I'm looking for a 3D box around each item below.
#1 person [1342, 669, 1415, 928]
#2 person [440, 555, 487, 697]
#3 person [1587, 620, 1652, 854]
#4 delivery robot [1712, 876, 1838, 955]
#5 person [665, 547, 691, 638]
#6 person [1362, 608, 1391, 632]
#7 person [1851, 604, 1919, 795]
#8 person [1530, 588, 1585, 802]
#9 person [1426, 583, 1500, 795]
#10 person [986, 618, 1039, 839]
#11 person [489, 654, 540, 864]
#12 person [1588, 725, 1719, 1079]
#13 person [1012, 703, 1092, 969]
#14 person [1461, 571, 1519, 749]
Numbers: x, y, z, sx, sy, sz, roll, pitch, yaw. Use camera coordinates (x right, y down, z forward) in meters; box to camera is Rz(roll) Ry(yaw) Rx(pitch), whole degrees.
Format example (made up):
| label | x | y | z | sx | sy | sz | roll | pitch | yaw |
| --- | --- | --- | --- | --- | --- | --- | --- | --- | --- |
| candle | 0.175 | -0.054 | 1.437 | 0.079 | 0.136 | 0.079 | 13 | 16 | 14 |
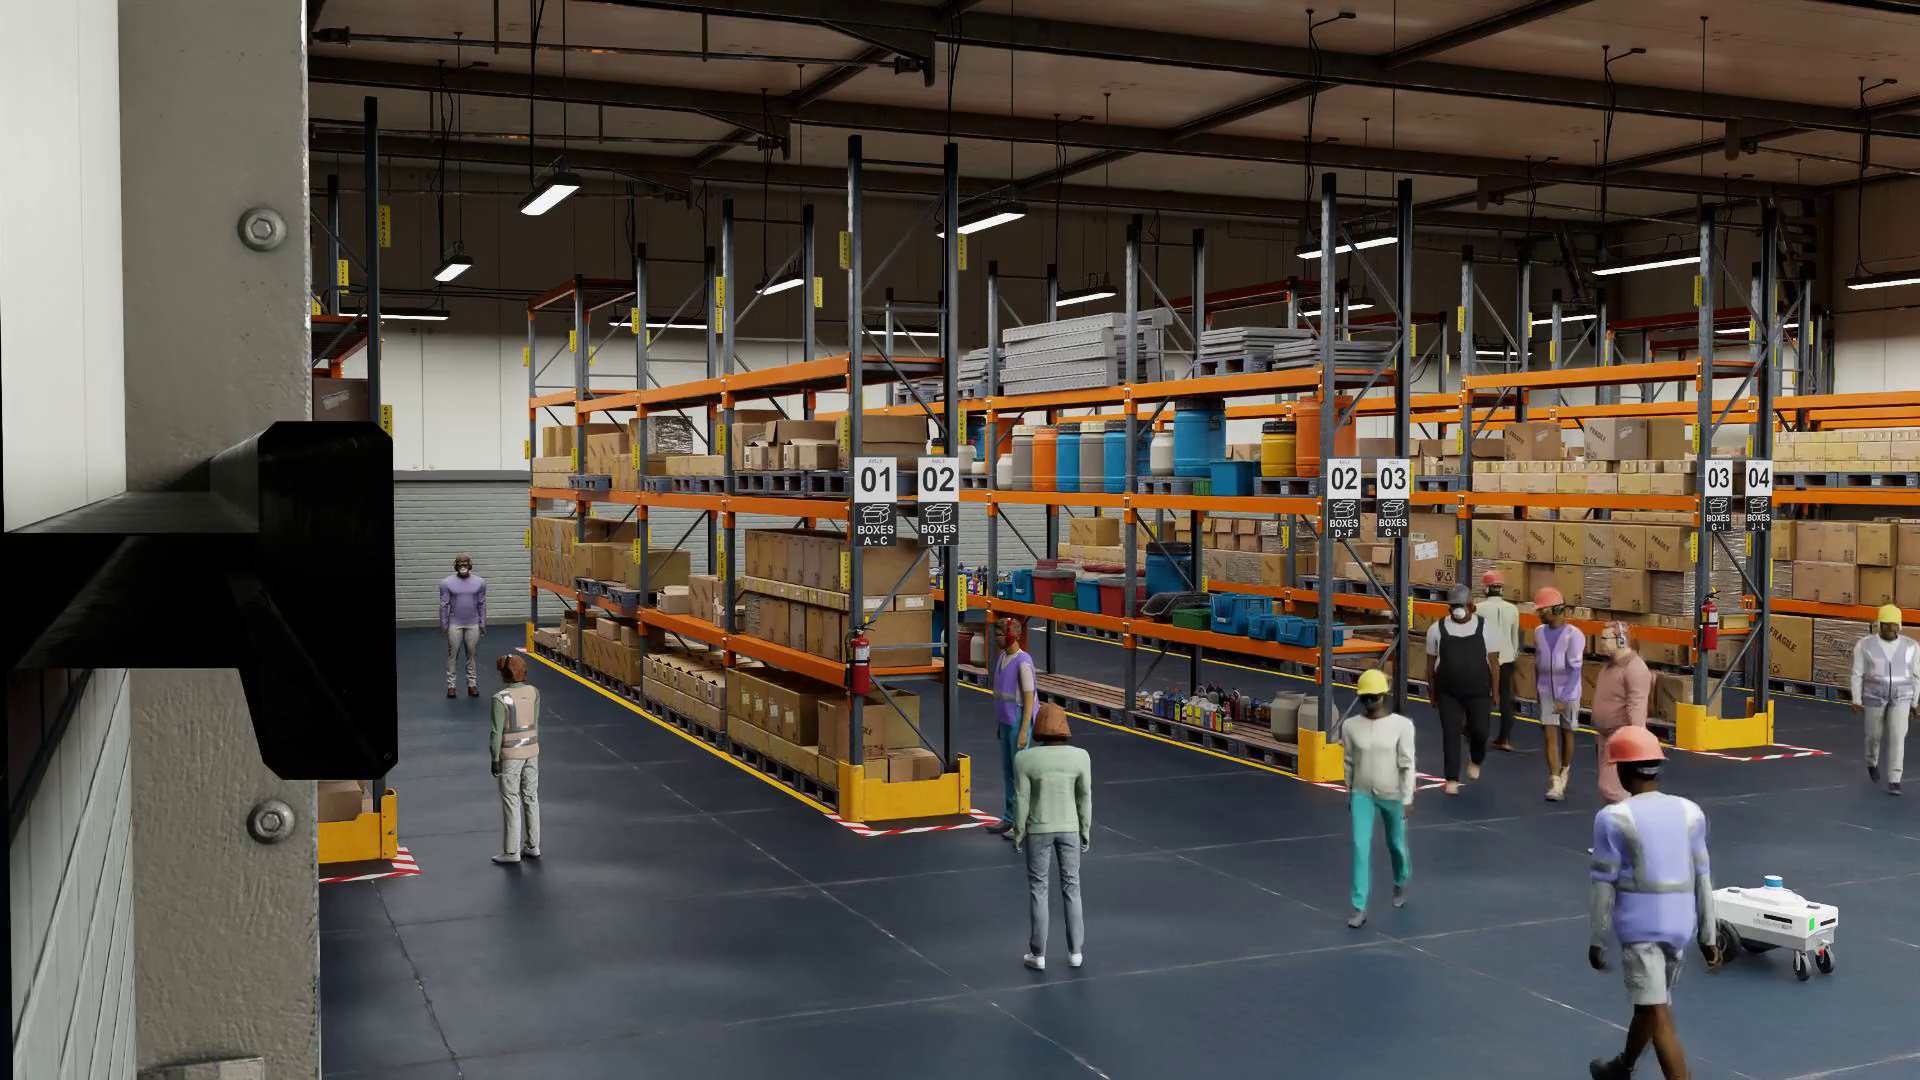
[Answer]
| label | x | y | z | sx | sy | sz | roll | pitch | yaw |
| --- | --- | --- | --- | --- | --- | --- | --- | --- | --- |
| person | 2.904 | 1.735 | 12.378 | 0.519 | 1.724 | 0.890 | 1 | 2 | 24 |
| person | -6.785 | 1.164 | 24.485 | 0.630 | 1.938 | 0.366 | -1 | 2 | -24 |
| person | 5.206 | 1.581 | 14.220 | 0.433 | 1.888 | 0.665 | 0 | 2 | -1 |
| delivery robot | 5.051 | 2.333 | 11.127 | 0.477 | 0.478 | 0.707 | -2 | 3 | -37 |
| person | -4.715 | 1.020 | 29.737 | 0.611 | 1.821 | 0.490 | -2 | 3 | -36 |
| person | 6.658 | 1.075 | 28.746 | 0.628 | 1.802 | 0.947 | -1 | 2 | -18 |
| person | 8.961 | 1.506 | 17.349 | 0.599 | 1.806 | 0.840 | 1 | 2 | 22 |
| person | 5.665 | 1.440 | 16.933 | 0.568 | 1.973 | 0.972 | 2 | 3 | 41 |
| person | 4.850 | 1.411 | 17.282 | 0.700 | 2.000 | 0.749 | 1 | 2 | 15 |
| person | 0.471 | 1.572 | 15.099 | 0.392 | 1.842 | 0.564 | -1 | 2 | -20 |
| person | -3.501 | 1.715 | 14.119 | 0.315 | 1.629 | 0.508 | 1 | 3 | 30 |
| person | 3.240 | 1.817 | 8.432 | 0.552 | 1.869 | 1.035 | -1 | 2 | -13 |
| person | 0.568 | 1.827 | 11.123 | 0.505 | 1.631 | 0.278 | 0 | 2 | -10 |
| person | 5.919 | 1.323 | 20.061 | 0.662 | 1.951 | 0.944 | -1 | 2 | -13 |
